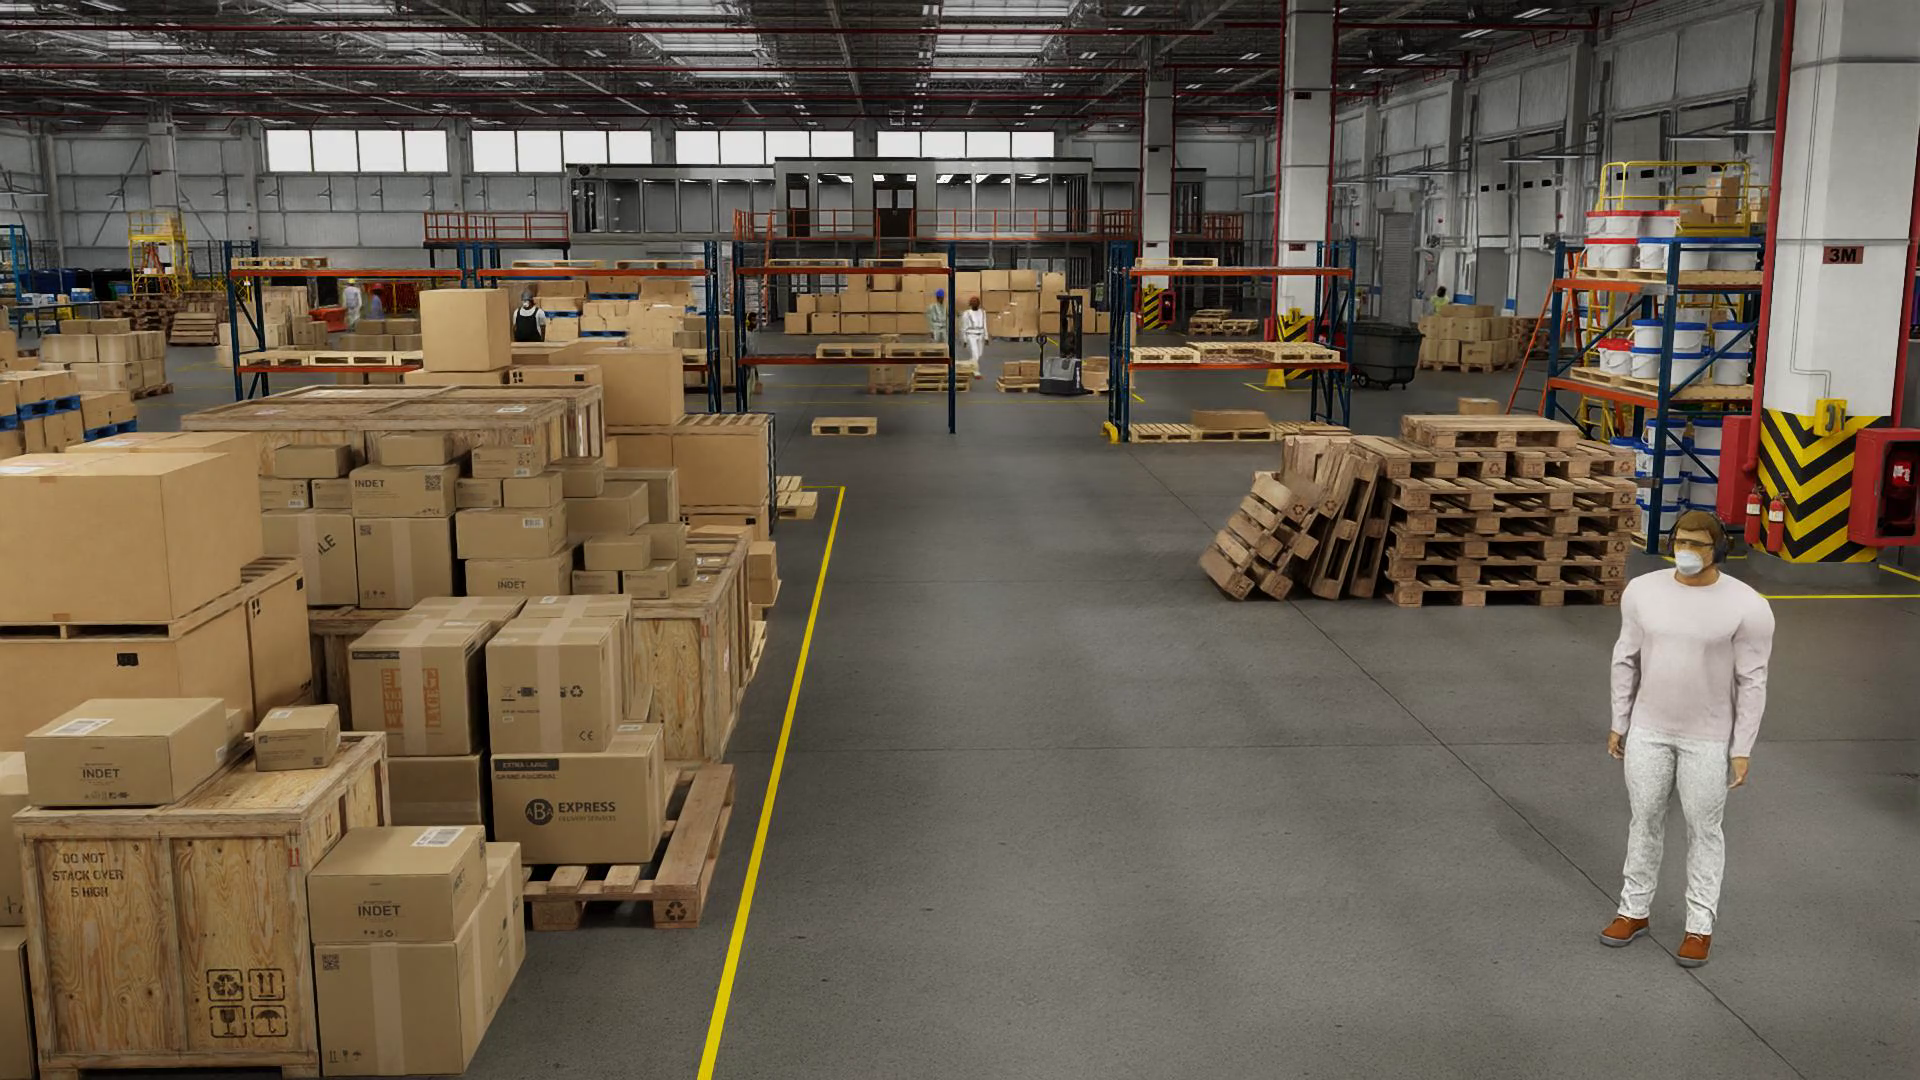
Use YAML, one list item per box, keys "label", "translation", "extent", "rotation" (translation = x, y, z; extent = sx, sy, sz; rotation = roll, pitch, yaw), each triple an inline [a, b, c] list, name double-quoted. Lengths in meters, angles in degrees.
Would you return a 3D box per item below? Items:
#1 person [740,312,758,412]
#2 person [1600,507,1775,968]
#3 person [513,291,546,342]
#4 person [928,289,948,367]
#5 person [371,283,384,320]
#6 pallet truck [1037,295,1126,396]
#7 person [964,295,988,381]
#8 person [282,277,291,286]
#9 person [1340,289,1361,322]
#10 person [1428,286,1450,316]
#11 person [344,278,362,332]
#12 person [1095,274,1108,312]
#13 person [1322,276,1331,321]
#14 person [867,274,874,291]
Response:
- label: "person"
  translation: [-3.493, -2.867, 27.771]
  extent: [0.329, 1.872, 0.509]
  rotation: [2, 10, 9]
- label: "person"
  translation: [3.051, 0.821, 7.032]
  extent: [0.630, 1.940, 0.372]
  rotation: [9, 14, 41]
- label: "person"
  translation: [-8.829, -4.076, 34.028]
  extent: [0.676, 2.000, 0.536]
  rotation: [1, 10, 3]
- label: "person"
  translation: [-0.429, -4.906, 38.997]
  extent: [0.646, 1.910, 0.850]
  rotation: [-8, 13, -36]
- label: "person"
  translation: [-15.655, -5.958, 44.860]
  extent: [0.423, 1.922, 0.542]
  rotation: [-6, 12, -29]
- label: "pallet truck"
  translation: [2.483, -3.881, 33.060]
  extent: [1.885, 1.965, 0.823]
  rotation: [-7, 13, -36]
- label: "person"
  translation: [0.307, -4.458, 36.660]
  extent: [0.586, 1.863, 0.782]
  rotation: [-7, 12, -35]
- label: "person"
  translation: [-24.658, -8.763, 60.991]
  extent: [0.480, 1.737, 0.323]
  rotation: [-2, 10, -10]
- label: "person"
  translation: [10.497, -5.894, 44.781]
  extent: [0.538, 1.827, 0.967]
  rotation: [3, 11, 15]
- label: "person"
  translation: [13.185, -6.064, 45.730]
  extent: [0.674, 1.821, 0.577]
  rotation: [0, 10, 0]
- label: "person"
  translation: [-20.410, -7.904, 55.962]
  extent: [0.593, 1.820, 0.430]
  rotation: [1, 10, 4]
- label: "person"
  translation: [4.924, -8.291, 57.896]
  extent: [0.391, 1.910, 0.585]
  rotation: [-7, 12, -32]
- label: "person"
  translation: [12.949, -8.417, 58.806]
  extent: [0.507, 1.832, 0.430]
  rotation: [-7, 12, -34]
- label: "person"
  translation: [-3.340, -8.490, 58.946]
  extent: [0.542, 1.928, 0.399]
  rotation: [-3, 11, -17]
